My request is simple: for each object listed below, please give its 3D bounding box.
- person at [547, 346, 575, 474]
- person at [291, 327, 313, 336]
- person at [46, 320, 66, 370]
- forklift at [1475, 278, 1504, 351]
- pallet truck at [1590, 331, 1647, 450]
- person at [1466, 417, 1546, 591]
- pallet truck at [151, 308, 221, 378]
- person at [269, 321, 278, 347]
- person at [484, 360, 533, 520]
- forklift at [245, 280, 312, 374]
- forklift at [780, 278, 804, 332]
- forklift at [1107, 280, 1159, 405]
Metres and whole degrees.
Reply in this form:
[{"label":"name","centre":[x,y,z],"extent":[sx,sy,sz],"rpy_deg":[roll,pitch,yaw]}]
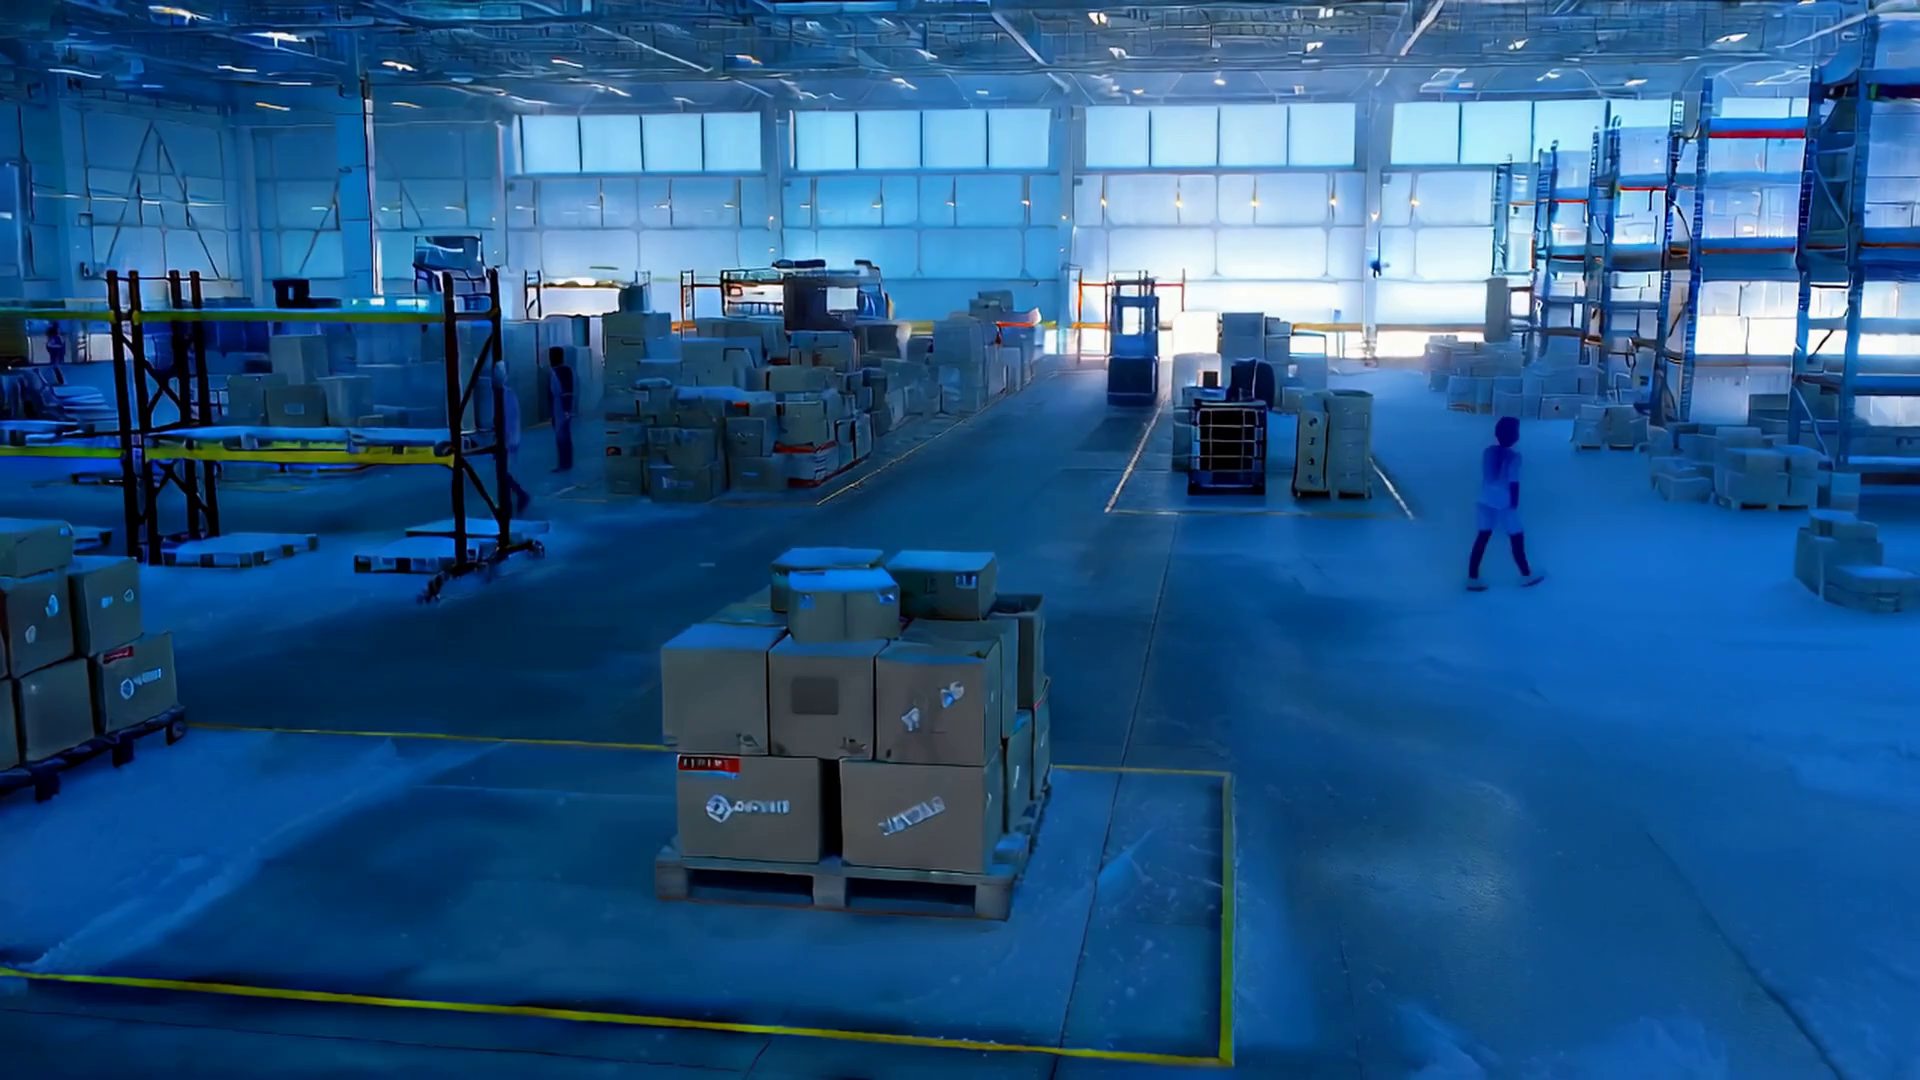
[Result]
[{"label":"person","centre":[-5.953,-1.936,24.808],"extent":[0.391,1.920,0.590],"rpy_deg":[1,9,4]},{"label":"person","centre":[-17.312,-5.022,43.940],"extent":[0.776,1.904,0.511],"rpy_deg":[0,9,0]},{"label":"person","centre":[-26.091,-5.562,48.047],"extent":[0.538,1.623,0.432],"rpy_deg":[0,9,2]},{"label":"forklift","centre":[14.254,-5.610,44.517],"extent":[1.873,2.768,1.129],"rpy_deg":[1,9,9]},{"label":"pallet truck","centre":[11.253,-2.573,28.499],"extent":[0.823,1.965,1.885],"rpy_deg":[5,10,27]},{"label":"person","centre":[5.178,-0.337,15.753],"extent":[0.858,1.642,0.549],"rpy_deg":[-4,10,-24]},{"label":"pallet truck","centre":[-21.869,-5.598,47.154],"extent":[0.823,1.965,1.885],"rpy_deg":[4,10,26]},{"label":"person","centre":[-20.430,-5.992,50.061],"extent":[0.909,1.845,0.650],"rpy_deg":[8,12,40]},{"label":"person","centre":[-5.547,-1.198,20.171],"extent":[0.417,1.952,0.626],"rpy_deg":[0,9,3]},{"label":"forklift","centre":[-14.413,-4.233,36.020],"extent":[1.873,2.768,1.129],"rpy_deg":[1,9,9]},{"label":"forklift","centre":[-4.257,-5.269,42.409],"extent":[1.873,2.768,1.129],"rpy_deg":[1,9,9]},{"label":"forklift","centre":[3.945,-4.518,37.776],"extent":[1.129,2.768,1.873],"rpy_deg":[1,9,9]}]
